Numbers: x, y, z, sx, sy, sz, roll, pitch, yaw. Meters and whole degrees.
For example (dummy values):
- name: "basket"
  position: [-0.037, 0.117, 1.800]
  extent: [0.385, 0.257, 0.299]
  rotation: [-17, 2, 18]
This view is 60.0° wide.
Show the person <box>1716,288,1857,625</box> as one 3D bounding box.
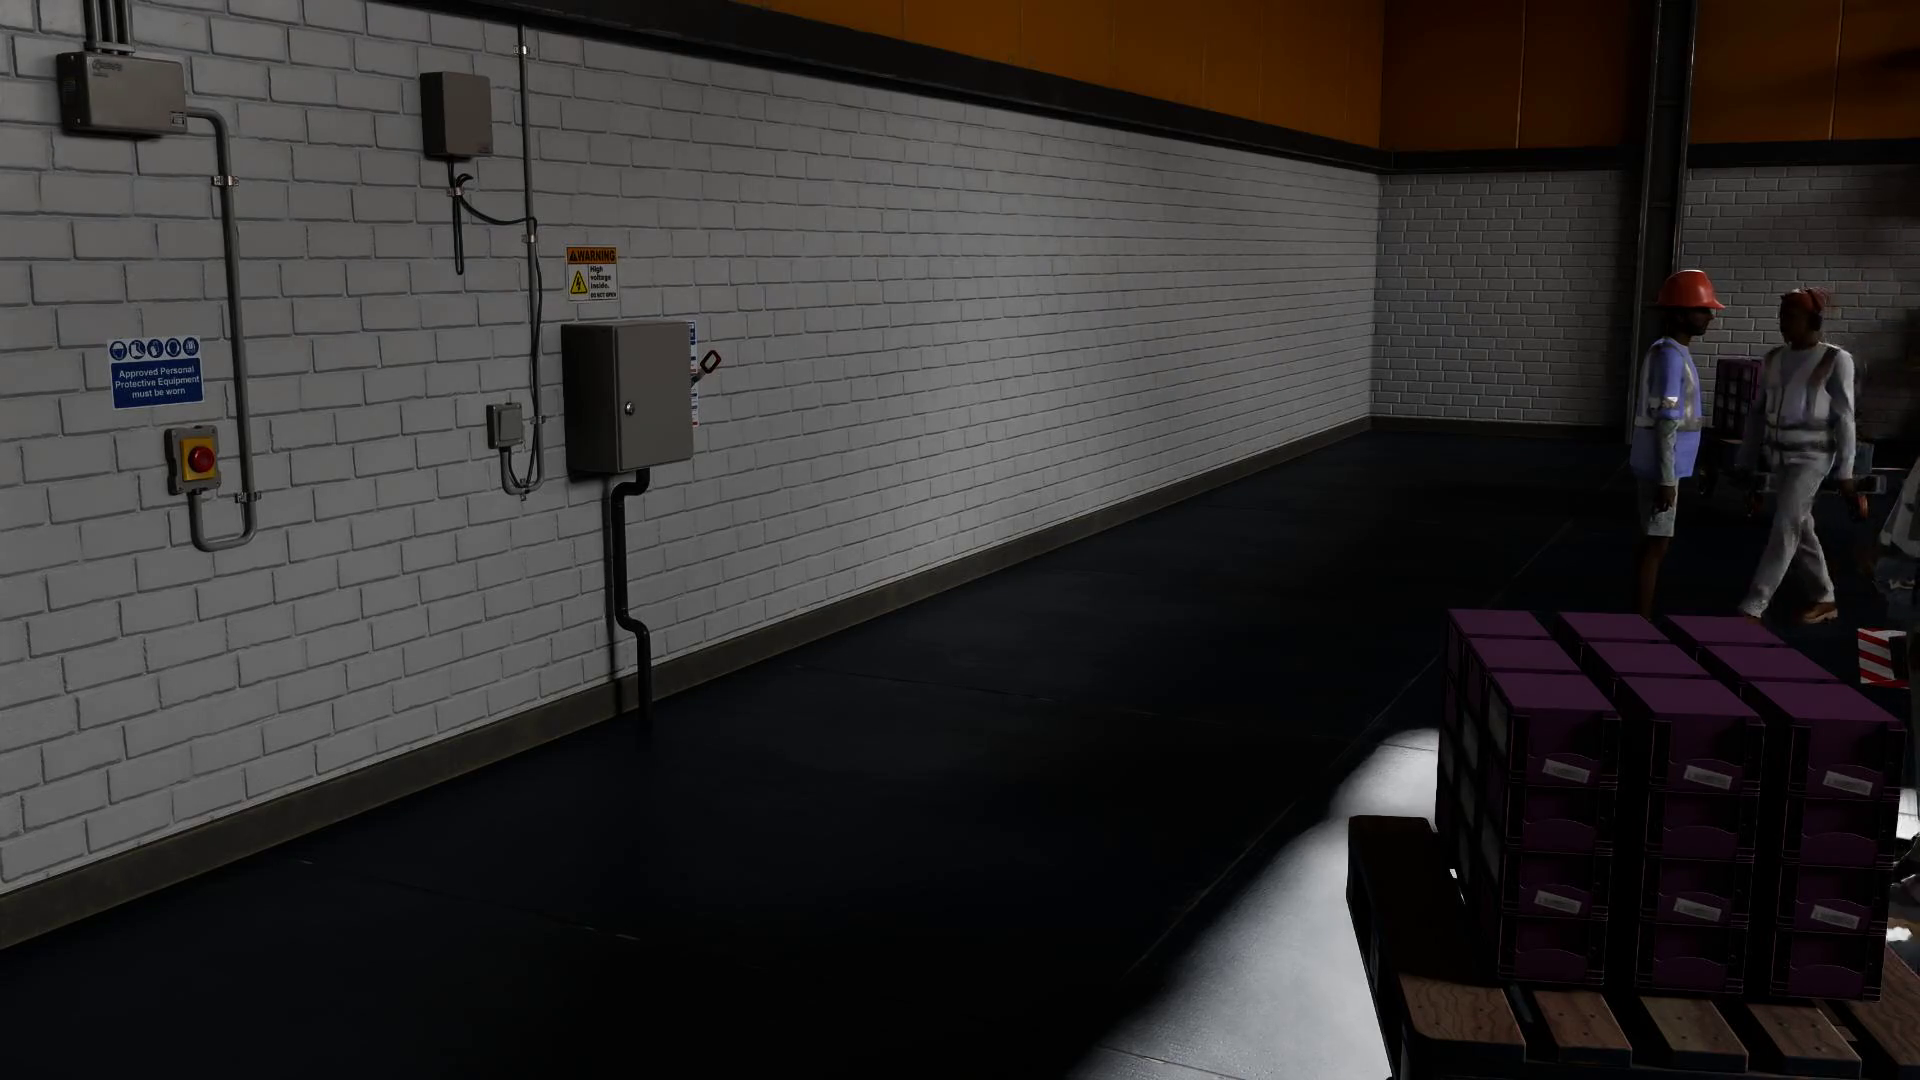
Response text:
- name: "person"
  position: [4.452, -0.415, 8.891]
  extent: [0.956, 1.838, 0.586]
  rotation: [-3, 10, -15]

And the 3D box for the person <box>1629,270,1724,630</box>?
- name: "person"
  position: [3.519, -0.358, 8.244]
  extent: [0.378, 1.938, 0.547]
  rotation: [4, 11, 22]

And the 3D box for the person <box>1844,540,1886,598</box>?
- name: "person"
  position: [5.665, -0.593, 9.438]
  extent: [0.993, 2.008, 0.630]
  rotation: [5, 11, 26]

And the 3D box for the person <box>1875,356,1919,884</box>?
- name: "person"
  position: [3.127, 0.207, 5.279]
  extent: [0.404, 1.829, 0.600]
  rotation: [8, 13, 40]

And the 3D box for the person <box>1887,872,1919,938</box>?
- name: "person"
  position: [3.207, 0.240, 4.804]
  extent: [1.075, 1.928, 0.626]
  rotation: [2, 10, 11]
